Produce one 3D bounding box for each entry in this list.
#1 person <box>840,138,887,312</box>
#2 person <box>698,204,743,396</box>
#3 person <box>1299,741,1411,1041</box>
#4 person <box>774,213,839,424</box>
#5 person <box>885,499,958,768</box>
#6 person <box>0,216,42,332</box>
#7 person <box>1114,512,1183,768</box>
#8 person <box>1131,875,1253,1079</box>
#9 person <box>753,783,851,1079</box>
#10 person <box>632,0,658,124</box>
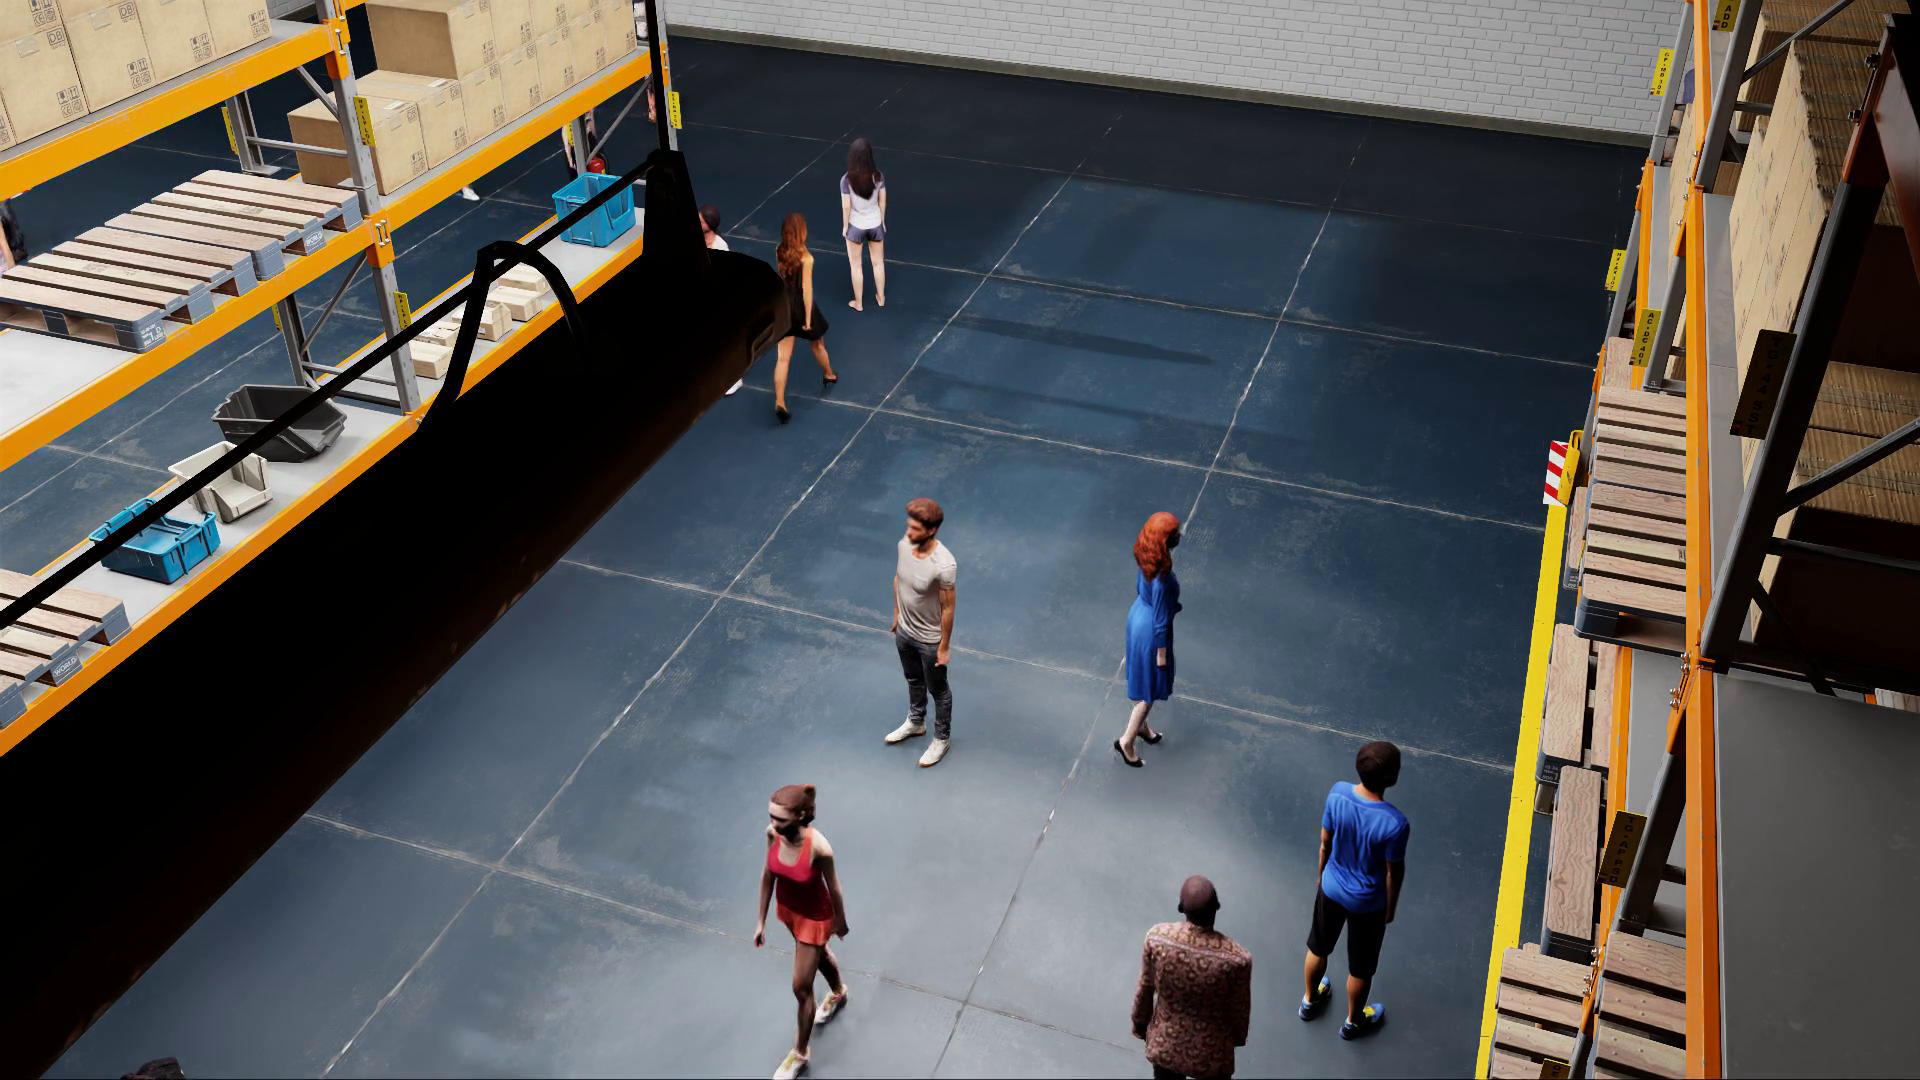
[{"bbox_3d":[-0.920,-3.020,15.938,0.676,1.706,0.722,-12,35,-17],"label":"person"},{"bbox_3d":[-2.137,-2.109,14.539,0.665,1.738,0.651,-29,43,-36],"label":"person"},{"bbox_3d":[2.014,1.806,8.532,0.686,1.866,0.683,25,41,33],"label":"person"},{"bbox_3d":[-1.444,-1.838,14.086,0.696,1.787,1.156,17,37,23],"label":"person"},{"bbox_3d":[-0.222,0.550,10.393,0.712,1.898,0.731,-29,43,-36],"label":"person"},{"bbox_3d":[-8.730,-2.502,15.116,0.689,1.753,0.910,5,34,7],"label":"person"},{"bbox_3d":[1.161,0.606,10.371,0.803,1.829,0.711,-4,34,-6],"label":"person"},{"bbox_3d":[1.062,2.374,7.751,0.712,1.785,0.729,15,36,21],"label":"person"},{"bbox_3d":[-0.735,1.872,8.561,0.744,1.725,1.012,21,39,29],"label":"person"},{"bbox_3d":[-3.871,-6.150,20.497,0.750,1.871,0.811,8,34,12],"label":"person"}]
